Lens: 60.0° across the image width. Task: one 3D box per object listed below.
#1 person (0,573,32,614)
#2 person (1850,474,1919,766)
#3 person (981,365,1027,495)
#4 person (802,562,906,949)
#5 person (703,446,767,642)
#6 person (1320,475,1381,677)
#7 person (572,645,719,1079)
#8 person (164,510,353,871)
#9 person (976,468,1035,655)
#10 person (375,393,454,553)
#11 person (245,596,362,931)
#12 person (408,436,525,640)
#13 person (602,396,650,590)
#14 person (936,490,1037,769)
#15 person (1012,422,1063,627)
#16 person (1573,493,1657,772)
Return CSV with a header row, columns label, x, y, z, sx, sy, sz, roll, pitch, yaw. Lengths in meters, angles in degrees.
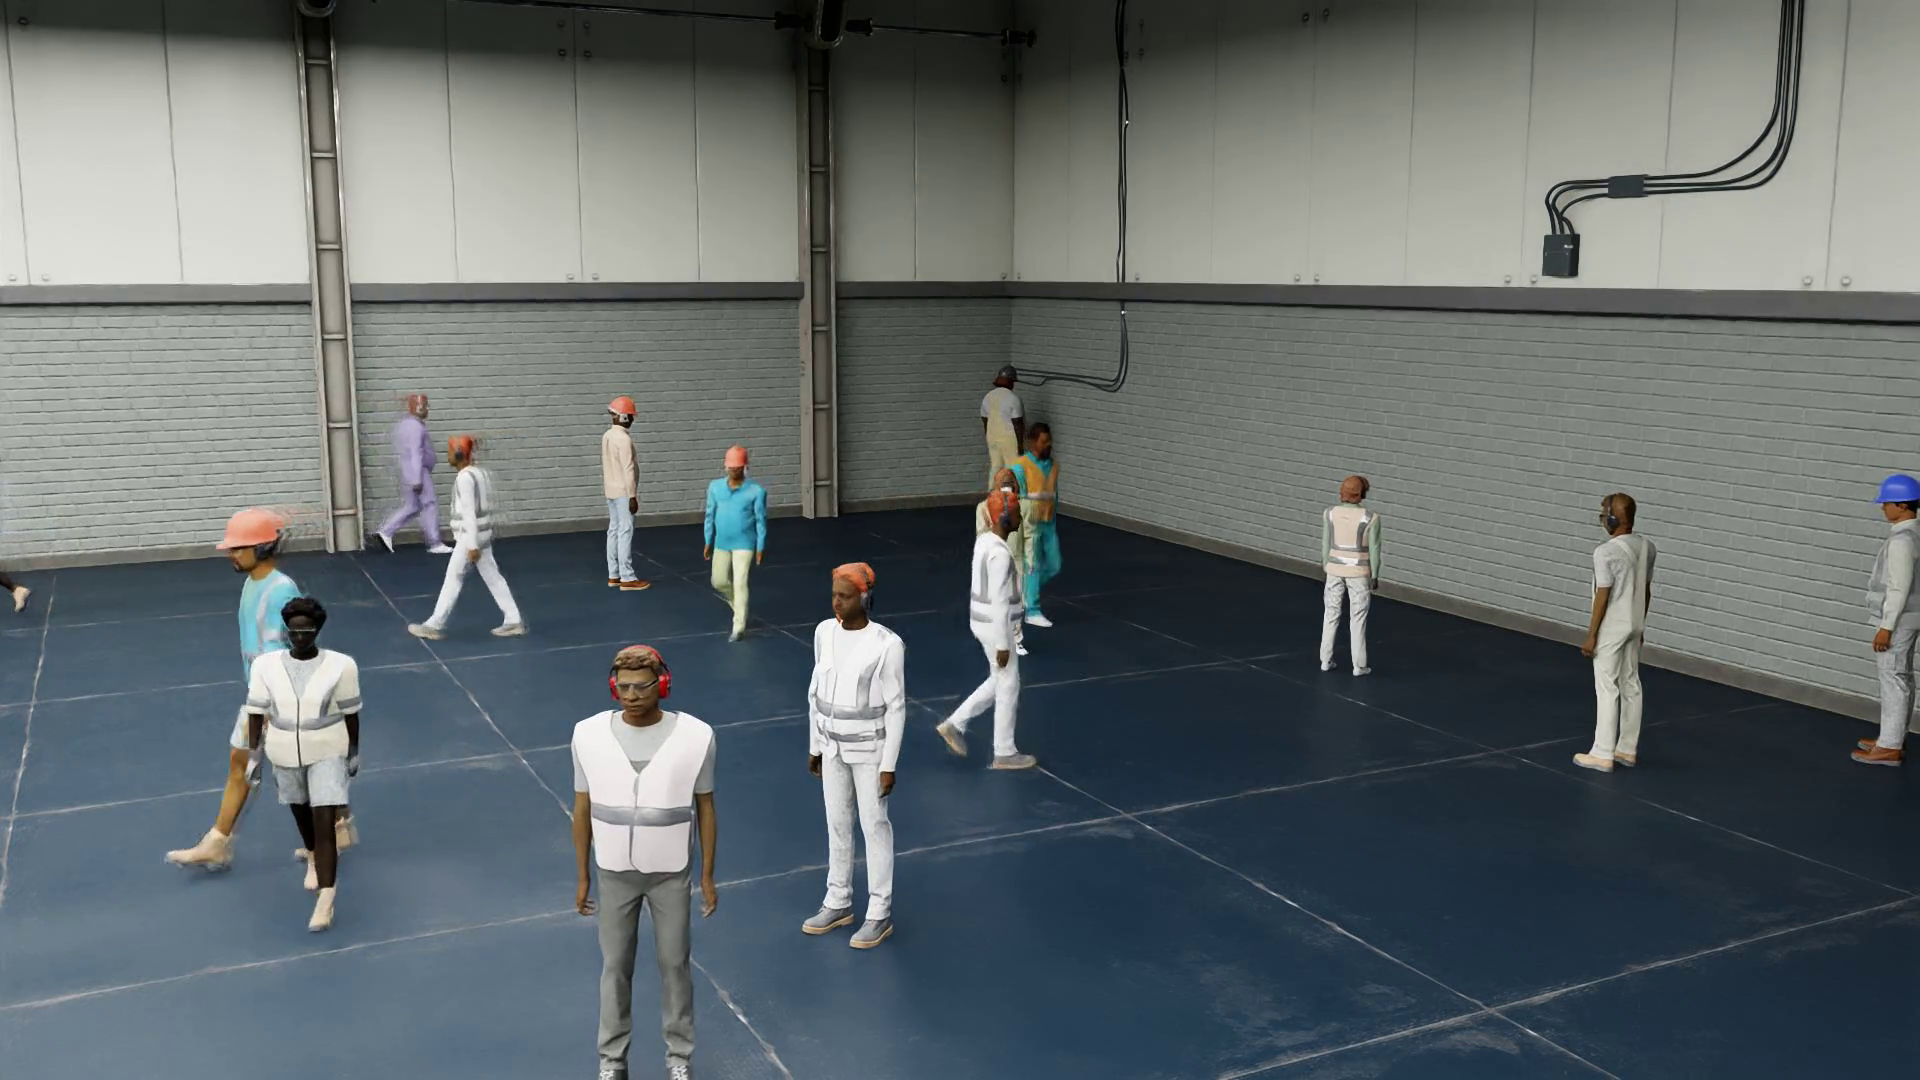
label,x,y,z,sx,sy,sz,roll,pitch,yaw
person,-9.109,-0.044,15.447,0.689,1.662,0.541,-4,10,-23
person,6.229,0.528,11.069,0.389,1.946,0.603,7,12,37
person,0.639,-1.321,22.166,0.537,2.000,0.679,-9,13,-44
person,-0.522,1.038,8.119,0.574,1.884,0.356,7,12,37
person,-2.001,0.011,14.880,0.597,1.735,0.633,3,10,17
person,3.169,0.289,13.526,0.509,1.630,0.316,7,12,37
person,-1.236,1.306,6.575,0.564,1.847,0.396,0,9,-3
person,-3.823,0.839,9.011,1.024,1.990,0.626,-8,12,-42
person,0.386,0.188,14.159,0.514,1.623,0.289,-2,9,-12
person,-6.307,-0.754,19.177,0.795,1.881,0.664,-5,11,-29
person,-3.344,1.086,8.531,0.541,1.654,0.882,-1,9,-7
person,-4.389,-0.020,14.807,1.015,1.826,0.607,-1,9,-4
person,-3.470,-0.481,17.137,0.384,1.993,0.609,-6,11,-34
person,0.199,0.595,10.880,0.554,1.868,0.591,-2,9,-10
person,0.702,-0.148,15.376,0.595,1.899,0.462,-8,12,-41
person,4.306,0.604,10.926,0.506,1.842,0.346,-5,10,-28
